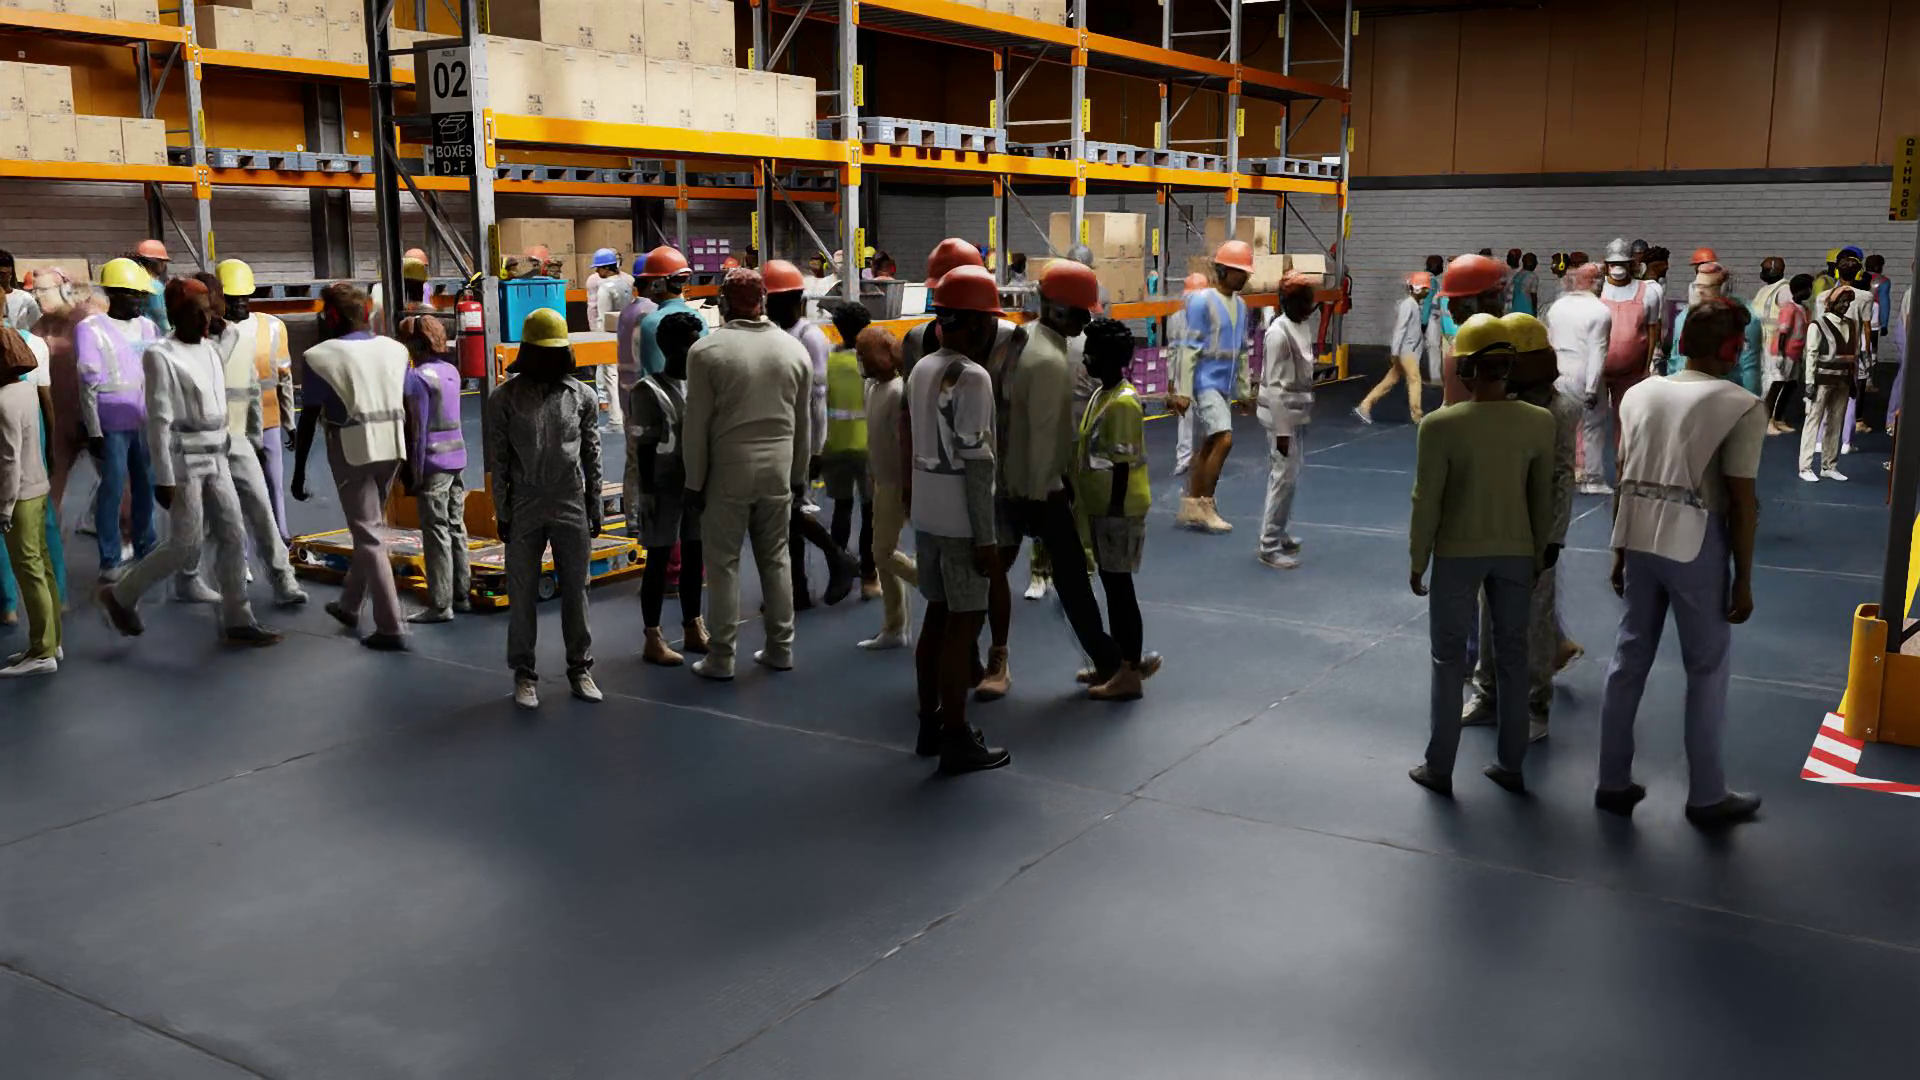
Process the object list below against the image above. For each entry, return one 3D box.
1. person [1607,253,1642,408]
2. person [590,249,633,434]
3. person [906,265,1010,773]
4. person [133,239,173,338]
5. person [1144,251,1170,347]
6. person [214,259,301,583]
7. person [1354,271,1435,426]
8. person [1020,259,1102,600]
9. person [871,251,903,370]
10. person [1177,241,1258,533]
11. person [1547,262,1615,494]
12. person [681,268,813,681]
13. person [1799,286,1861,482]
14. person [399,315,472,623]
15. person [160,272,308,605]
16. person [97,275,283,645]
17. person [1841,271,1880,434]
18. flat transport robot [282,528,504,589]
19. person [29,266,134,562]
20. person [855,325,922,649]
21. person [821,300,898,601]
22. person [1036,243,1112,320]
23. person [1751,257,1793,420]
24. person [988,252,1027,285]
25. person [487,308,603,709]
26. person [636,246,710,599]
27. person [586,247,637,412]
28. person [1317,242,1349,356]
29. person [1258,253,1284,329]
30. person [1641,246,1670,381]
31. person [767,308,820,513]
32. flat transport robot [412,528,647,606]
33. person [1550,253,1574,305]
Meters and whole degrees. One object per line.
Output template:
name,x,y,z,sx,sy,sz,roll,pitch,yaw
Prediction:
person,8.003,-2.513,20.048,0.438,1.872,0.582,9,14,42
person,-3.626,-2.070,17.403,0.422,1.930,0.627,3,11,14
person,0.006,-0.078,6.383,0.385,1.929,0.543,-5,11,-25
person,-7.718,-1.875,16.058,0.621,2.018,0.649,-9,14,-42
person,2.668,-3.019,22.702,0.370,1.915,0.596,3,11,15
person,-4.233,-0.698,9.861,0.596,1.911,0.399,-9,14,-42
person,4.772,-2.089,18.175,0.858,1.701,0.567,3,11,18
person,0.562,-0.602,9.309,0.586,1.920,0.397,3,11,19
person,-0.811,-2.100,17.642,0.597,1.909,0.405,-9,14,-41
person,1.822,-1.044,11.491,0.672,2.009,0.639,9,14,41
person,4.810,-1.254,13.118,0.951,1.872,0.650,-4,11,-23
person,-0.995,-0.303,7.730,0.652,1.894,0.400,-8,13,-36
person,7.310,-1.303,13.964,0.524,1.639,0.306,-3,11,-17
person,-2.788,-0.378,8.863,0.315,1.632,0.523,1,10,5
person,-4.060,-0.531,9.115,0.878,1.849,0.606,7,12,33
person,-3.852,-0.368,8.194,0.788,1.862,0.593,1,10,6
person,9.393,-1.965,17.476,0.319,1.697,0.532,-6,12,-30
flat transport robot,-3.448,0.087,10.052,1.431,0.197,0.652,6,12,30
person,-5.471,-0.730,10.189,0.658,1.858,0.991,3,11,15
person,-0.291,-0.247,8.189,0.471,1.609,0.531,-3,11,-18
person,-0.570,-0.493,9.346,0.562,1.694,0.377,4,11,20
person,1.034,-1.720,15.161,0.701,2.000,0.638,0,10,2
person,8.915,-2.194,18.344,0.429,1.839,0.633,0,10,2
person,0.554,-2.338,18.991,0.643,1.897,0.558,5,12,28
person,-1.779,-0.132,7.217,0.483,1.738,0.320,-5,11,-25
person,-1.639,-0.665,9.486,0.397,1.989,0.619,4,11,22
person,-4.089,-2.480,19.656,0.629,1.940,0.373,-7,12,-34
person,6.380,-4.073,28.362,0.618,1.986,0.407,-4,11,-21
person,4.872,-3.582,26.055,0.505,1.838,0.348,-6,12,-28
person,6.928,-1.968,16.740,0.368,1.966,0.602,0,10,1
person,-1.287,-1.054,12.317,0.484,1.736,0.306,3,11,18
flat transport robot,-2.428,0.141,9.752,0.652,0.197,1.431,6,12,30
person,7.731,-2.754,21.411,0.329,1.861,0.505,4,11,19
